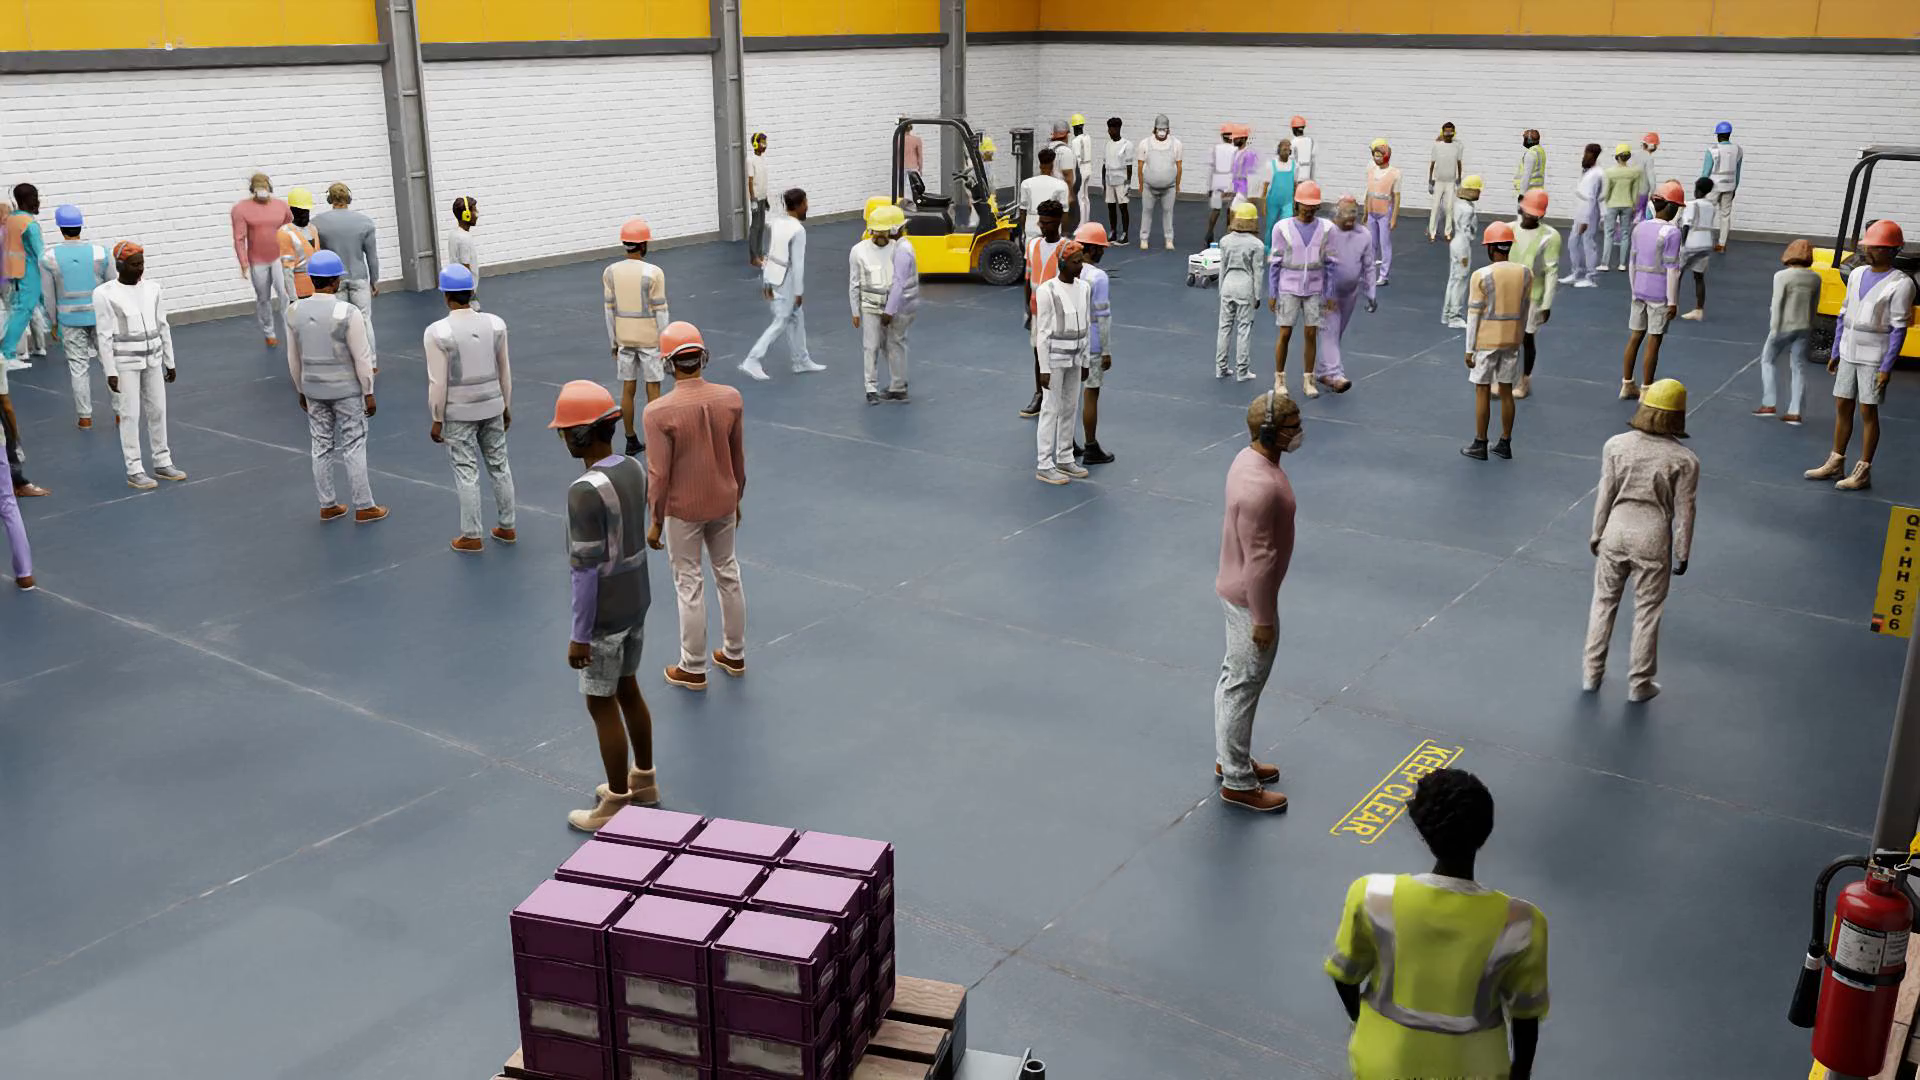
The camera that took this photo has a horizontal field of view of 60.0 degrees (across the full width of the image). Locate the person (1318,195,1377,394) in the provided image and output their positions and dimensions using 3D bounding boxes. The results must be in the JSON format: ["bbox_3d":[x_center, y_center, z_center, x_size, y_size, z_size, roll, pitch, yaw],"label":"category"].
[{"bbox_3d":[3.651,-2.312,15.772,0.657,1.859,0.990,-6,19,-17],"label":"person"}]

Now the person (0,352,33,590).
[{"bbox_3d":[-6.101,-0.562,10.311,0.511,1.862,0.325,-12,21,-32],"label":"person"}]

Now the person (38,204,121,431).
[{"bbox_3d":[-7.564,-1.918,14.399,0.612,1.950,0.377,-9,20,-26],"label":"person"}]

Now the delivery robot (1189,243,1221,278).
[{"bbox_3d":[3.360,-3.692,22.056,0.707,0.478,0.477,-15,23,-39],"label":"delivery robot"}]

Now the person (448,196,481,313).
[{"bbox_3d":[-4.692,-2.321,15.825,0.342,1.858,0.509,-8,19,-23],"label":"person"}]

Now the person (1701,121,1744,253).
[{"bbox_3d":[11.367,-5.274,24.922,0.605,1.939,0.416,-2,18,-7],"label":"person"}]

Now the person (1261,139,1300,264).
[{"bbox_3d":[4.526,-4.761,23.557,0.526,1.797,0.977,0,18,0],"label":"person"}]

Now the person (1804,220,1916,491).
[{"bbox_3d":[6.849,-1.396,12.613,0.365,2.048,0.608,-5,18,-15],"label":"person"}]

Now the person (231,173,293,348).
[{"bbox_3d":[-7.351,-2.938,17.688,0.640,1.887,0.993,-9,20,-27],"label":"person"}]

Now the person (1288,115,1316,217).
[{"bbox_3d":[5.340,-5.789,26.544,0.581,1.924,0.490,-7,19,-22],"label":"person"}]

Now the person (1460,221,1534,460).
[{"bbox_3d":[4.327,-1.610,13.500,0.545,1.920,0.418,-4,18,-12],"label":"person"}]

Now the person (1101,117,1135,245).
[{"bbox_3d":[2.426,-5.565,25.809,0.396,1.956,0.610,-16,24,-40],"label":"person"}]

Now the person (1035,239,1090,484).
[{"bbox_3d":[0.799,-1.370,12.815,0.569,1.878,0.351,-17,24,-42],"label":"person"}]

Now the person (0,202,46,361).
[{"bbox_3d":[-9.841,-2.688,17.314,0.308,1.639,0.521,4,18,13],"label":"person"}]

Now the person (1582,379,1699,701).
[{"bbox_3d":[3.580,0.008,8.738,0.499,1.733,0.313,14,22,36],"label":"person"}]

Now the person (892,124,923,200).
[{"bbox_3d":[-0.906,-6.412,28.759,0.533,1.765,0.331,-1,18,-4],"label":"person"}]

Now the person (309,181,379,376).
[{"bbox_3d":[-6.064,-2.564,16.467,0.622,1.932,0.368,-7,19,-21],"label":"person"}]

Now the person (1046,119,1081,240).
[{"bbox_3d":[1.513,-5.121,24.276,0.549,2.000,0.703,-8,20,-25],"label":"person"}]

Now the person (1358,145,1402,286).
[{"bbox_3d":[5.576,-4.291,22.005,0.394,1.839,0.563,-11,21,-30],"label":"person"}]

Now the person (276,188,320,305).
[{"bbox_3d":[-6.265,-2.401,15.955,0.384,1.924,0.589,3,18,8],"label":"person"}]

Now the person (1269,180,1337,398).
[{"bbox_3d":[3.202,-2.340,15.591,0.614,2.035,0.423,0,18,0],"label":"person"}]

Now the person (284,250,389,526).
[{"bbox_3d":[-4.405,-1.065,11.739,0.613,1.945,0.406,4,18,12],"label":"person"}]

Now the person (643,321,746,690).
[{"bbox_3d":[-1.419,-0.177,8.902,0.612,1.984,0.401,-15,23,-39],"label":"person"}]

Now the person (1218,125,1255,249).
[{"bbox_3d":[4.069,-5.179,24.690,0.887,1.901,0.571,-2,18,-7],"label":"person"}]

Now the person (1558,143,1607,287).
[{"bbox_3d":[8.209,-4.236,21.766,0.530,1.882,0.639,0,18,1],"label":"person"}]

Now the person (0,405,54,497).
[{"bbox_3d":[-7.293,-1.193,12.320,0.741,1.843,0.519,-5,18,-16],"label":"person"}]

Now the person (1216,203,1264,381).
[{"bbox_3d":[2.771,-2.446,16.404,0.480,1.733,0.338,13,22,35],"label":"person"}]

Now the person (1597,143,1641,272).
[{"bbox_3d":[9.160,-4.623,23.161,0.523,1.768,0.323,0,18,0],"label":"person"}]

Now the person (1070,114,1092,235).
[{"bbox_3d":[1.922,-5.897,26.896,0.383,1.921,0.586,8,20,24],"label":"person"}]

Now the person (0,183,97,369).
[{"bbox_3d":[-9.450,-2.693,16.976,1.026,1.862,0.602,-14,23,-38],"label":"person"}]

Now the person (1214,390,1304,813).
[{"bbox_3d":[1.351,0.269,7.579,0.375,1.940,0.627,2,18,7],"label":"person"}]

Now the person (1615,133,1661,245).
[{"bbox_3d":[10.636,-5.424,25.756,0.850,1.703,0.572,3,18,9],"label":"person"}]

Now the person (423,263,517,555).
[{"bbox_3d":[-3.276,-0.870,11.126,0.405,1.946,0.609,16,24,41],"label":"person"}]

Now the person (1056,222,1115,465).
[{"bbox_3d":[1.017,-1.572,13.354,0.374,1.929,0.542,-15,23,-39],"label":"person"}]

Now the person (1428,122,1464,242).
[{"bbox_3d":[7.622,-5.616,26.119,0.505,1.864,0.331,2,18,8],"label":"person"}]

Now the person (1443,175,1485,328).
[{"bbox_3d":[5.807,-3.317,19.128,0.317,1.736,0.488,1,18,4],"label":"person"}]

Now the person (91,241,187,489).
[{"bbox_3d":[-6.275,-1.340,12.715,0.358,1.879,0.586,9,20,27],"label":"person"}]

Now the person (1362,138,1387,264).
[{"bbox_3d":[5.973,-4.876,23.952,0.315,1.769,0.523,0,18,-1],"label":"person"}]

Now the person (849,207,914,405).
[{"bbox_3d":[-0.720,-2.155,15.363,0.600,1.818,0.403,-5,18,-15],"label":"person"}]

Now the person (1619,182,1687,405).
[{"bbox_3d":[6.419,-2.265,15.350,0.382,2.037,0.606,-5,19,-16],"label":"person"}]

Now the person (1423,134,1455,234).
[{"bbox_3d":[7.854,-5.771,26.985,0.500,1.613,0.516,0,18,1],"label":"person"}]

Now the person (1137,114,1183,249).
[{"bbox_3d":[3.034,-5.443,25.280,0.684,2.000,0.536,1,18,3],"label":"person"}]

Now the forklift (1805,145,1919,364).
[{"bbox_3d":[9.803,-2.879,17.013,2.313,2.155,1.214,12,21,33],"label":"forklift"}]

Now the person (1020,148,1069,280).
[{"bbox_3d":[1.016,-3.716,20.025,0.599,1.958,0.386,5,18,14],"label":"person"}]

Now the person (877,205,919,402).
[{"bbox_3d":[-0.594,-2.190,15.467,0.417,1.823,0.628,-4,18,-11],"label":"person"}]

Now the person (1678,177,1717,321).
[{"bbox_3d":[8.646,-3.456,19.702,0.570,1.645,0.746,-7,19,-20],"label":"person"}]

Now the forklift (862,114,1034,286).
[{"bbox_3d":[-0.171,-4.594,22.377,2.313,2.155,1.214,1,18,3],"label":"forklift"}]

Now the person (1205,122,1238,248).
[{"bbox_3d":[4.024,-5.415,25.452,0.536,1.896,0.904,8,20,25],"label":"person"}]

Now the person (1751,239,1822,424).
[{"bbox_3d":[7.359,-1.837,14.697,0.520,1.598,0.552,-3,18,-8],"label":"person"}]

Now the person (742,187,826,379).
[{"bbox_3d":[-1.780,-2.537,16.474,0.900,1.880,0.604,-9,20,-26],"label":"person"}]

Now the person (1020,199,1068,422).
[{"bbox_3d":[0.811,-2.024,14.708,0.609,1.964,0.367,14,23,38],"label":"person"}]

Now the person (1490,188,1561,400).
[{"bbox_3d":[5.234,-2.262,15.396,0.623,1.992,0.687,14,23,38],"label":"person"}]

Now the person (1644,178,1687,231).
[{"bbox_3d":[8.411,-3.494,19.858,0.520,1.620,0.407,7,19,22],"label":"person"}]

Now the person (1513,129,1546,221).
[{"bbox_3d":[8.511,-5.218,24.928,0.429,1.830,0.635,11,21,30],"label":"person"}]

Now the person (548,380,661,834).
[{"bbox_3d":[-1.574,0.298,7.347,0.409,2.030,0.617,3,18,11],"label":"person"}]

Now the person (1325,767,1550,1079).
[{"bbox_3d":[1.254,1.414,4.451,0.566,1.656,0.481,6,19,18],"label":"person"}]

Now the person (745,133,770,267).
[{"bbox_3d":[-2.854,-4.853,23.717,0.328,1.870,0.521,5,18,15],"label":"person"}]

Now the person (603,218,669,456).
[{"bbox_3d":[-2.599,-1.633,13.531,0.545,1.939,0.374,6,19,19],"label":"person"}]
